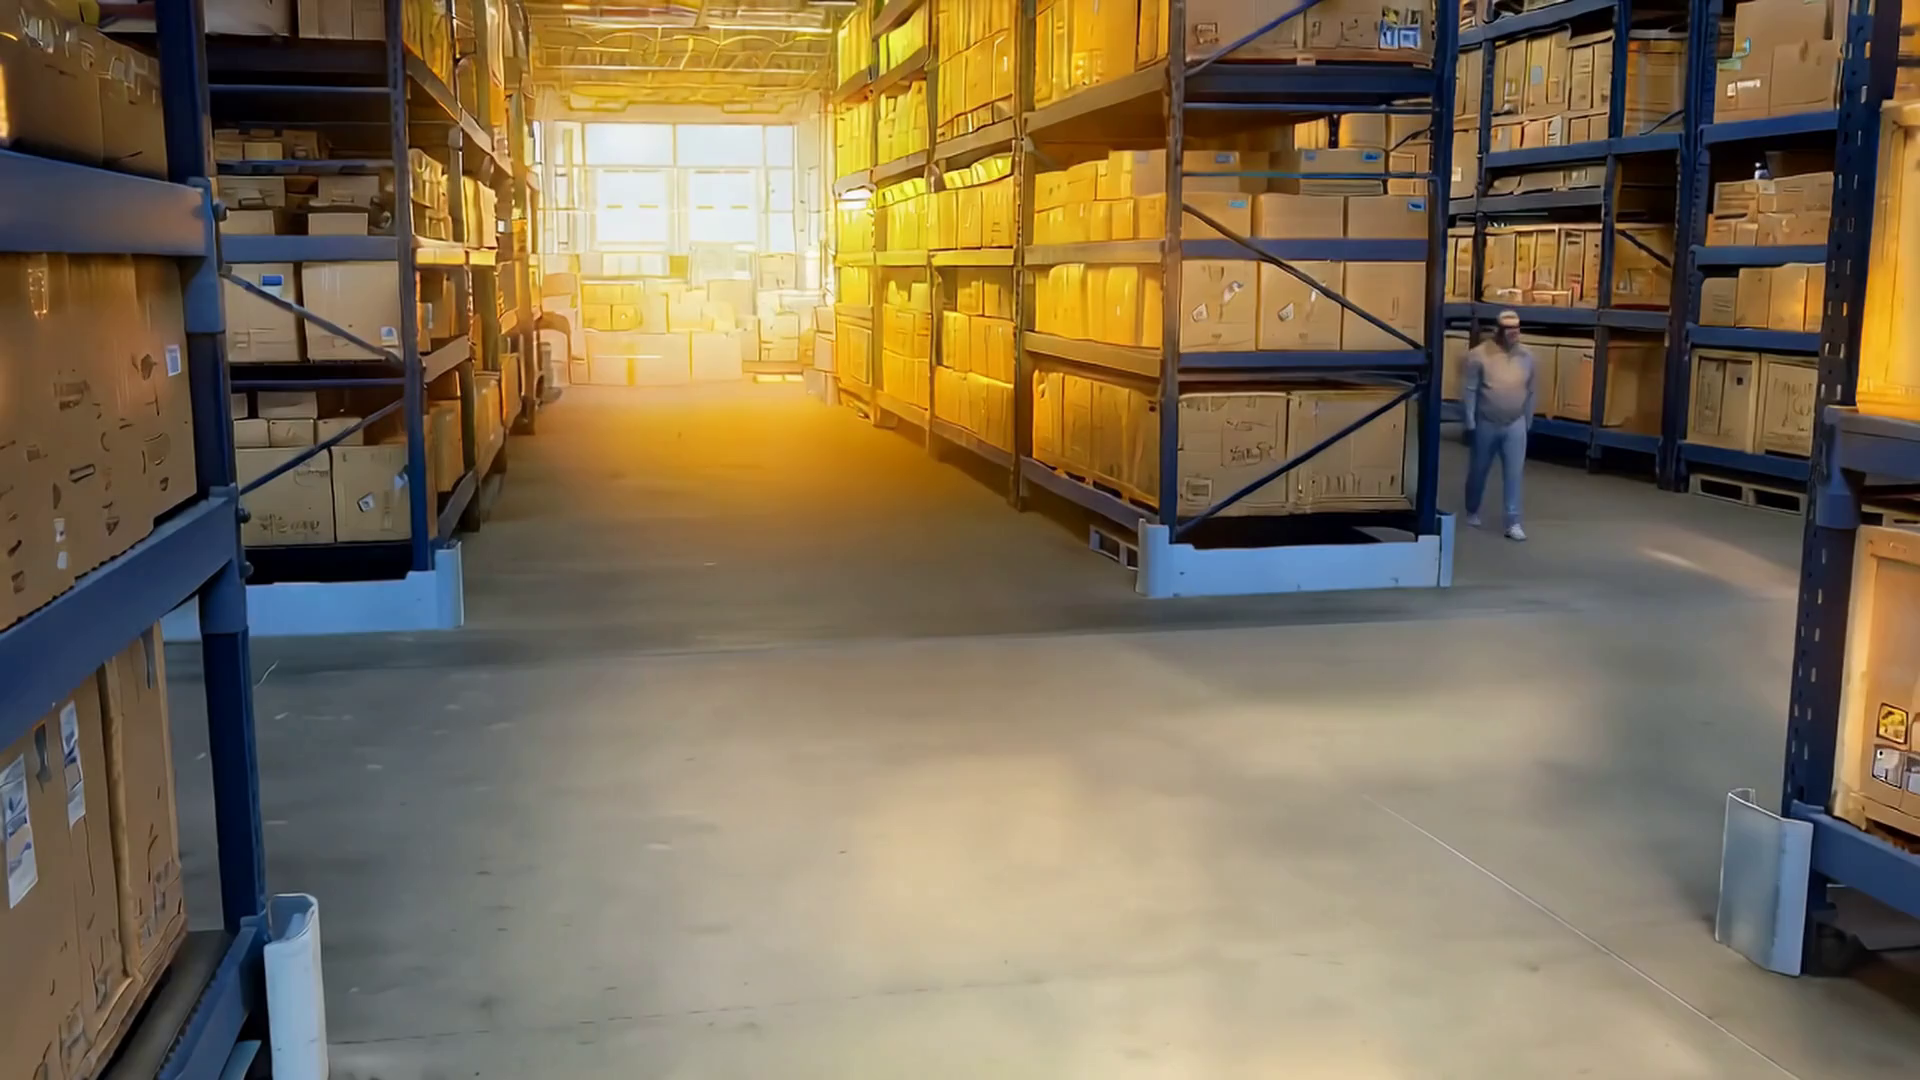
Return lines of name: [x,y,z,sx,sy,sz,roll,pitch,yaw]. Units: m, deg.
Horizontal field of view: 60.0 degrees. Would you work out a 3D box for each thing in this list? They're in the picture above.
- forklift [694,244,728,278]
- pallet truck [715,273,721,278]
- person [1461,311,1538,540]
forklift: [-6.612,-6.479,44.317,1.129,2.768,1.873,-2,10,-12]
pallet truck: [-8.580,-8.986,62.280,1.885,1.965,0.823,1,9,5]
person: [4.483,-0.979,13.899,0.641,1.864,0.973,1,9,5]
